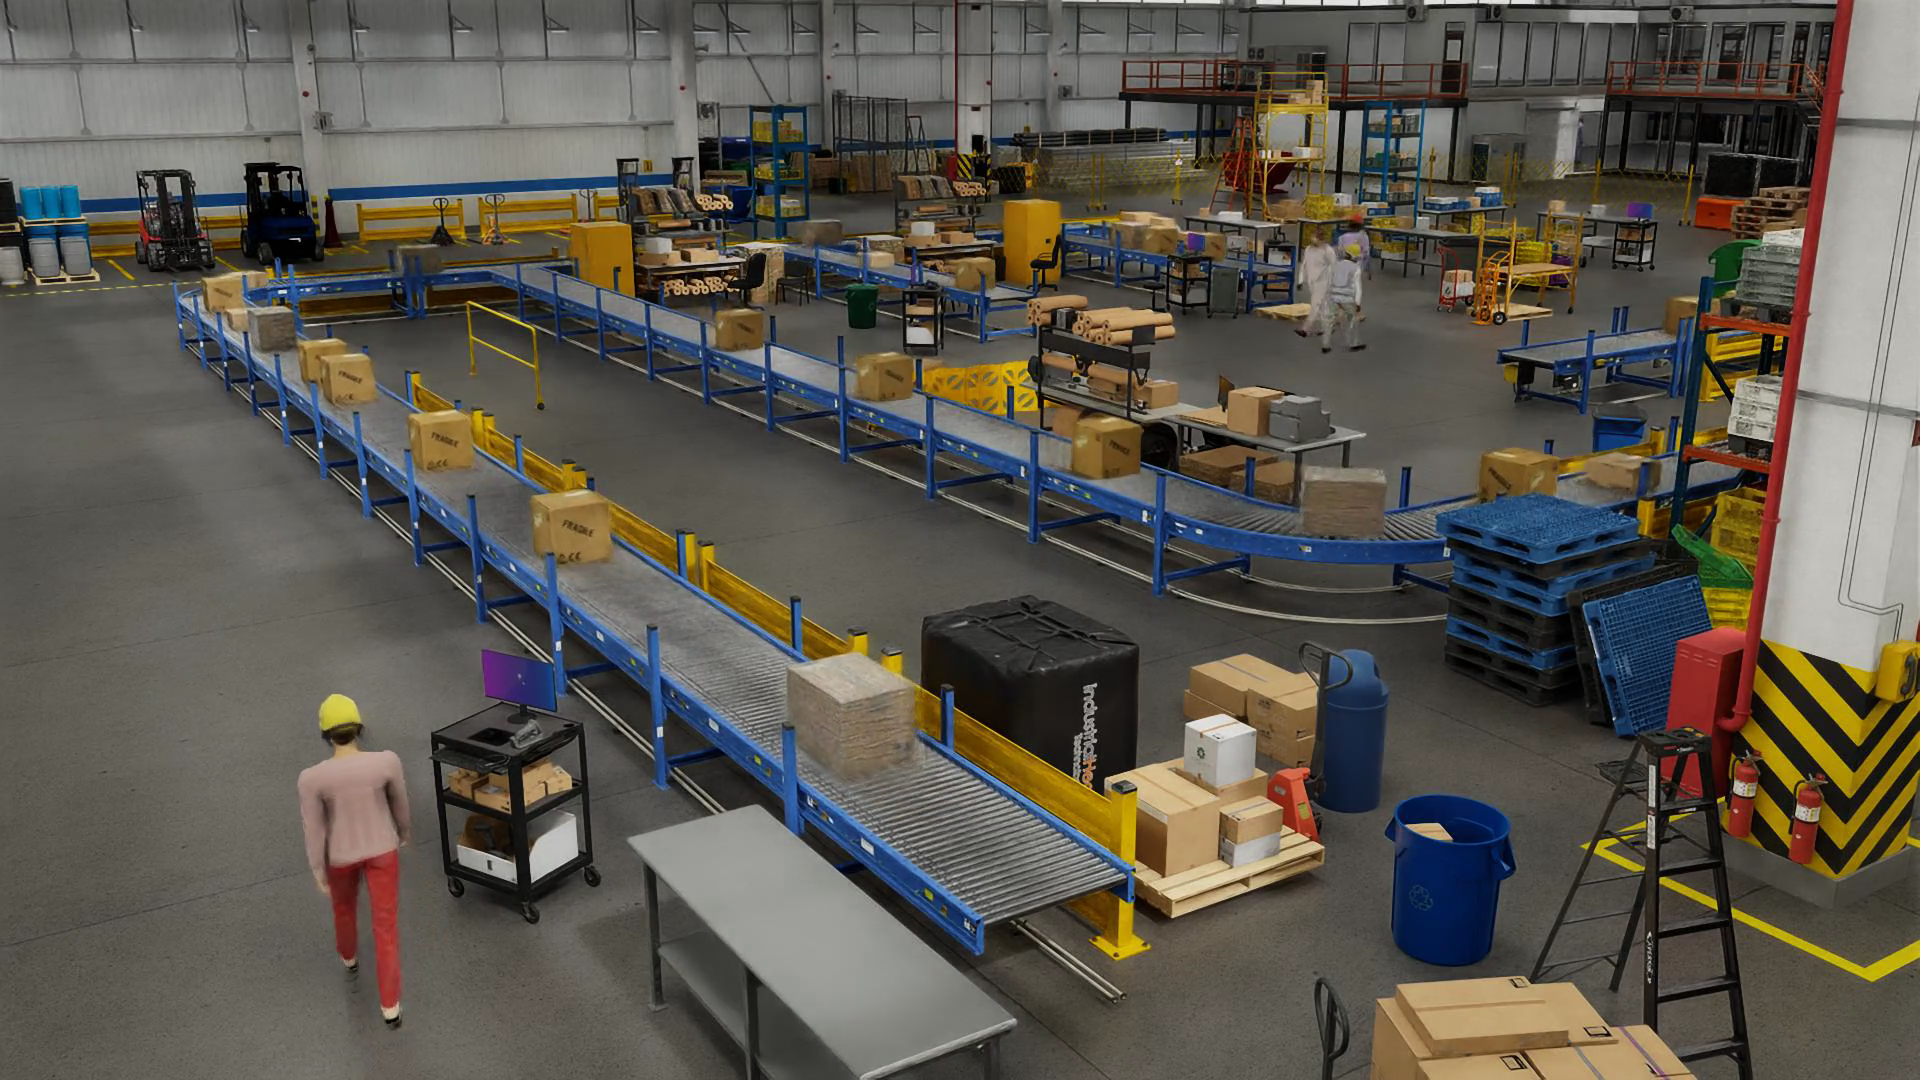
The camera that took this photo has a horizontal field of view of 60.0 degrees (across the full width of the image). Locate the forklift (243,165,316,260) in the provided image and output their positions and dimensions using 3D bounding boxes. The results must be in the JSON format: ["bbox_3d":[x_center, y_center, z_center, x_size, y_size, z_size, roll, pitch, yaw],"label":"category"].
[{"bbox_3d":[-15.898,-7.669,38.708,1.157,1.987,2.680,-11,20,-33],"label":"forklift"}]

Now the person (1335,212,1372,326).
[{"bbox_3d":[7.027,-4.874,29.935,0.986,2.010,0.619,-12,21,-35],"label":"person"}]

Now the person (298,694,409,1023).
[{"bbox_3d":[-3.174,1.627,8.795,0.536,1.713,0.932,-7,18,-23],"label":"person"}]

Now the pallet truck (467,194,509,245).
[{"bbox_3d":[-11.983,-8.177,42.137,0.704,1.261,1.522,-11,20,-33],"label":"pallet truck"}]

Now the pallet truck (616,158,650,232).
[{"bbox_3d":[-8.918,-9.176,44.255,0.823,1.965,1.885,-9,19,-27],"label":"pallet truck"}]

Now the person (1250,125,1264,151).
[{"bbox_3d":[11.362,-14.930,63.668,0.505,1.842,0.346,7,18,22],"label":"person"}]

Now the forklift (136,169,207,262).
[{"bbox_3d":[-17.842,-7.318,37.559,1.157,1.987,2.680,-10,20,-31],"label":"forklift"}]

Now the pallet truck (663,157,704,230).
[{"bbox_3d":[-7.586,-9.308,44.692,0.823,1.965,1.885,-11,20,-33],"label":"pallet truck"}]

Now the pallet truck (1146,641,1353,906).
[{"bbox_3d":[1.664,1.407,10.232,1.630,1.274,0.653,-10,20,-31],"label":"pallet truck"}]

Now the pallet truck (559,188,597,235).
[{"bbox_3d":[-10.010,-8.652,43.699,0.653,1.274,1.630,-10,20,-31],"label":"pallet truck"}]

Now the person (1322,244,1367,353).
[{"bbox_3d":[6.334,-3.940,27.224,0.612,1.773,0.772,15,22,41],"label":"person"}]

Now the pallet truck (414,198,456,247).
[{"bbox_3d":[-13.250,-8.060,41.856,0.680,1.201,1.601,-10,20,-31],"label":"pallet truck"}]

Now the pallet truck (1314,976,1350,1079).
[{"bbox_3d":[2.299,2.390,7.086,1.601,1.201,0.680,-2,17,-7],"label":"pallet truck"}]

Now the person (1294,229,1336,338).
[{"bbox_3d":[6.109,-4.419,28.675,1.018,1.850,0.647,-9,19,-28],"label":"person"}]
